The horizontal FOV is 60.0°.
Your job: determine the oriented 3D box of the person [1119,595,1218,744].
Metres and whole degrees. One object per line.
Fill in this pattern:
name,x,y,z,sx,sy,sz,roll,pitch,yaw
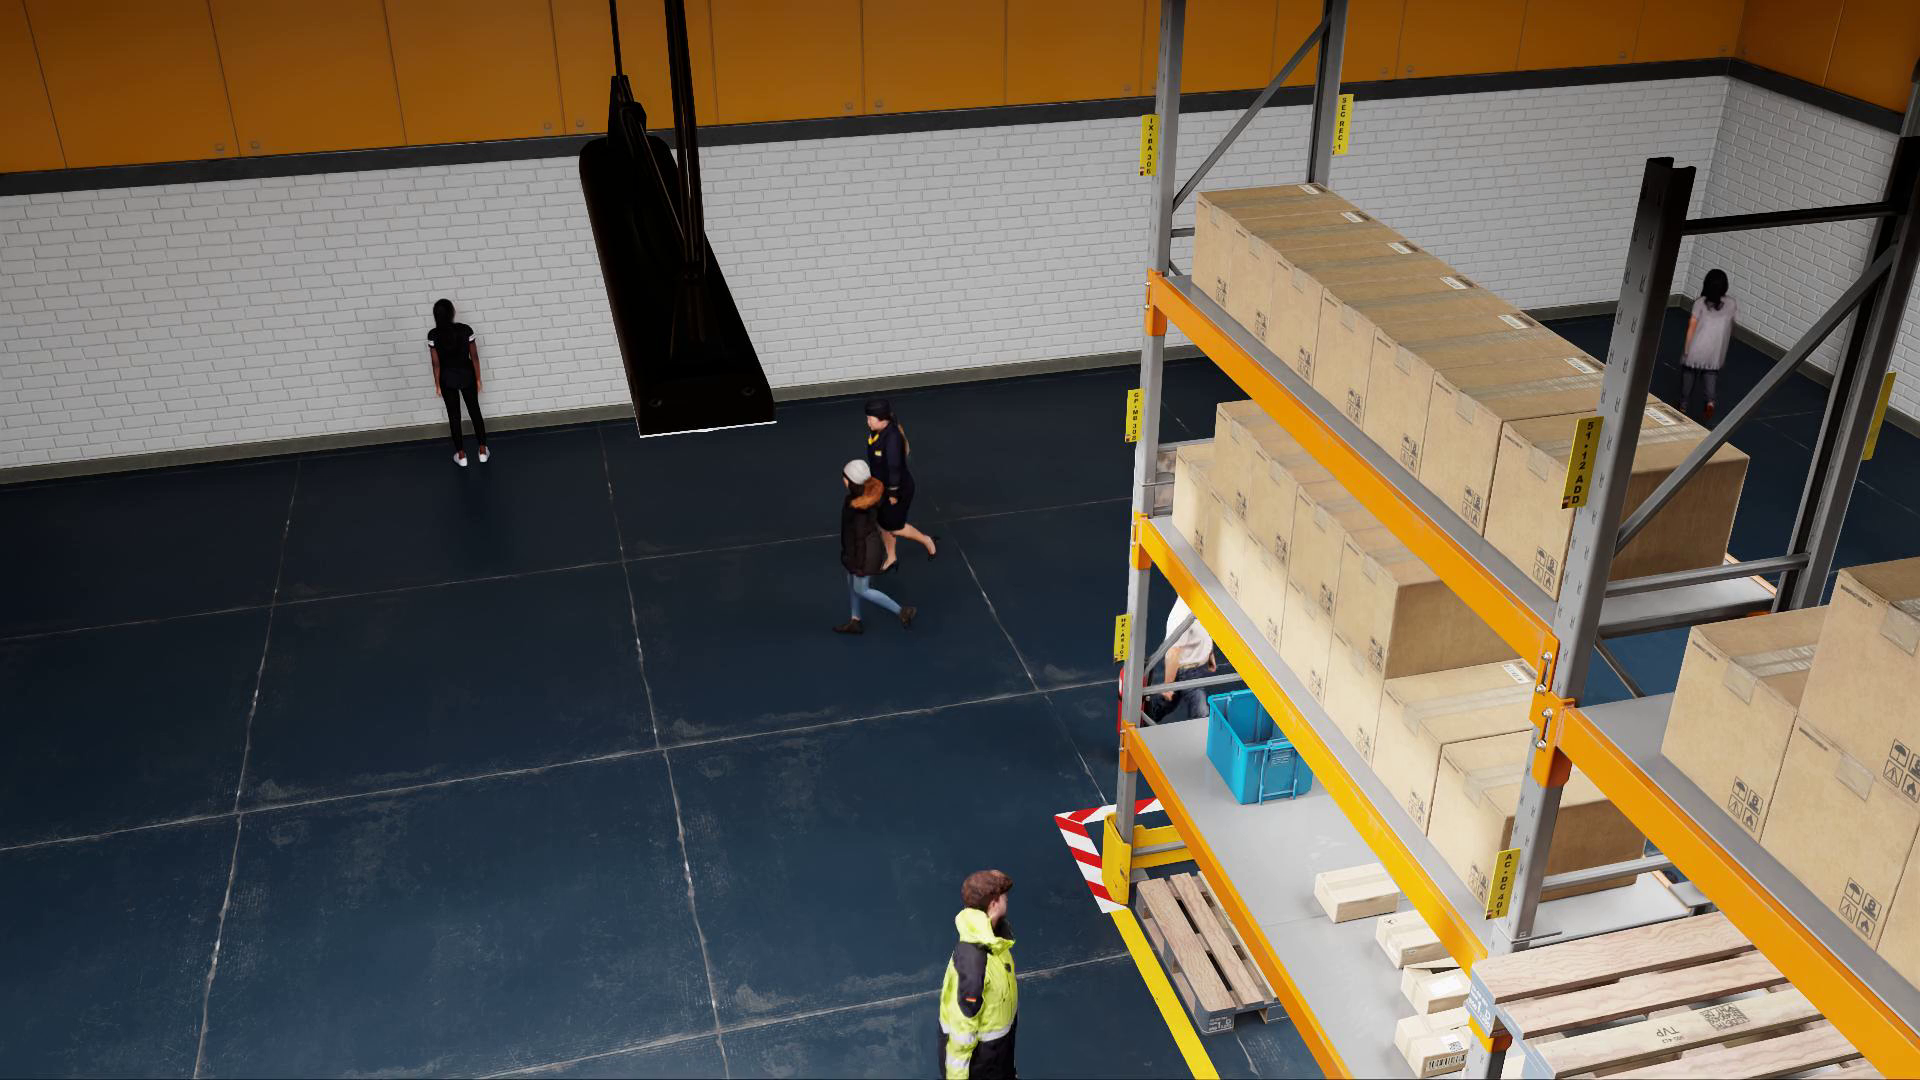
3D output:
person,1.516,0.911,11.858,1.267,1.809,1.209,16,32,27

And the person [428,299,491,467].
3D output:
person,-4.977,-1.574,16.496,0.629,1.731,0.586,-11,31,-20

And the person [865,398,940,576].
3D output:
person,-0.522,-0.447,14.519,0.810,1.645,0.799,-12,31,-21

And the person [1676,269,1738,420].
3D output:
person,7.853,-2.030,17.478,0.816,1.590,0.967,3,29,6

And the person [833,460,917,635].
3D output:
person,-0.716,0.104,13.543,0.853,1.612,0.953,1,29,2

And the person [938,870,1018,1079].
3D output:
person,0.063,2.625,8.591,1.097,1.929,0.913,13,31,22
